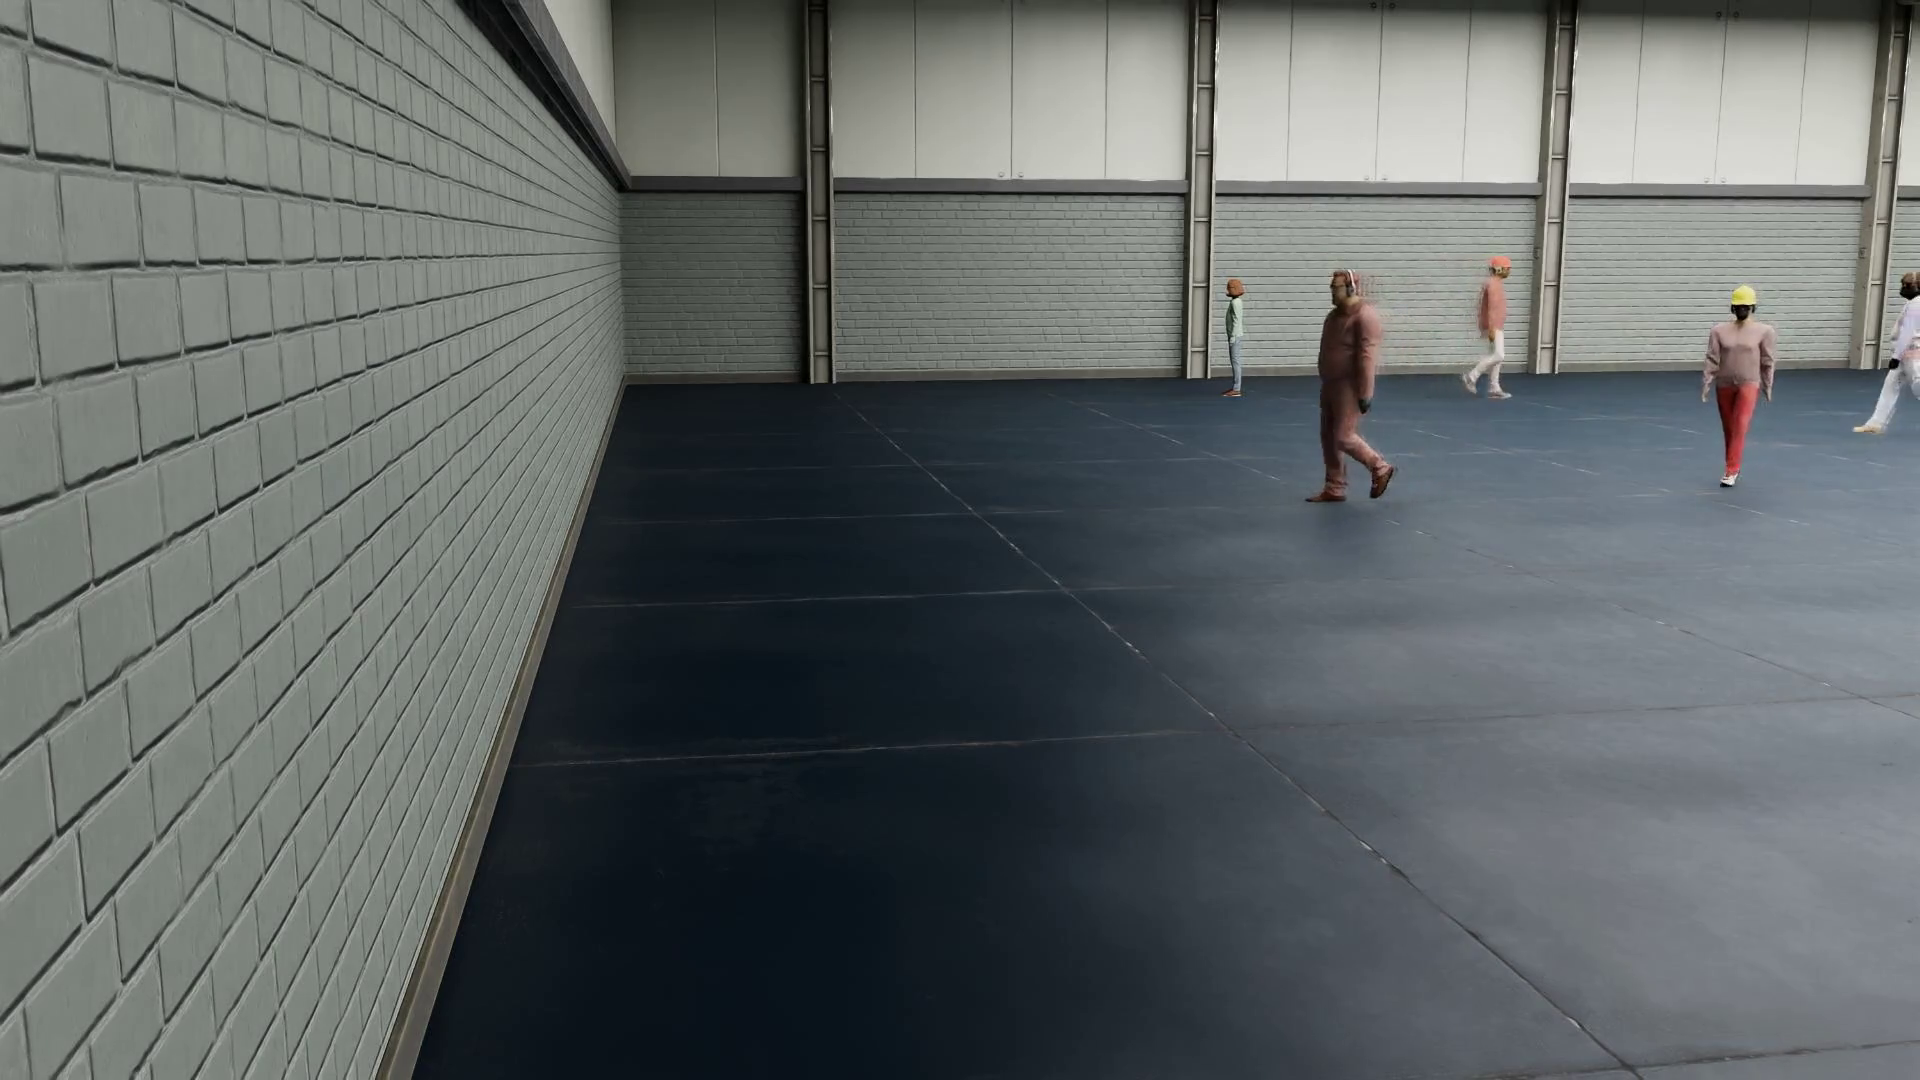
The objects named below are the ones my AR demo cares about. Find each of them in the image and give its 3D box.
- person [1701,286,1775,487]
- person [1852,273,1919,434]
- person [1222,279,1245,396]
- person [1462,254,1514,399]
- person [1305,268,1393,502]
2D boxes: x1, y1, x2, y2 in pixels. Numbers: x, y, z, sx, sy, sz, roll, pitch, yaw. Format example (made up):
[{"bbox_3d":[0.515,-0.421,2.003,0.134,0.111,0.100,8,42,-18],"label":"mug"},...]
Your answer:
[{"bbox_3d":[6.780,-1.345,14.506,0.543,1.725,0.918,7,12,35],"label":"person"},{"bbox_3d":[10.373,-2.005,18.118,0.950,1.799,0.635,5,11,28],"label":"person"},{"bbox_3d":[3.837,-2.834,23.327,0.273,1.632,0.508,2,10,11],"label":"person"},{"bbox_3d":[7.295,-2.921,22.829,0.558,1.980,0.636,5,11,26],"label":"person"},{"bbox_3d":[3.129,-1.218,13.311,0.557,1.892,0.649,-2,10,-14],"label":"person"}]
